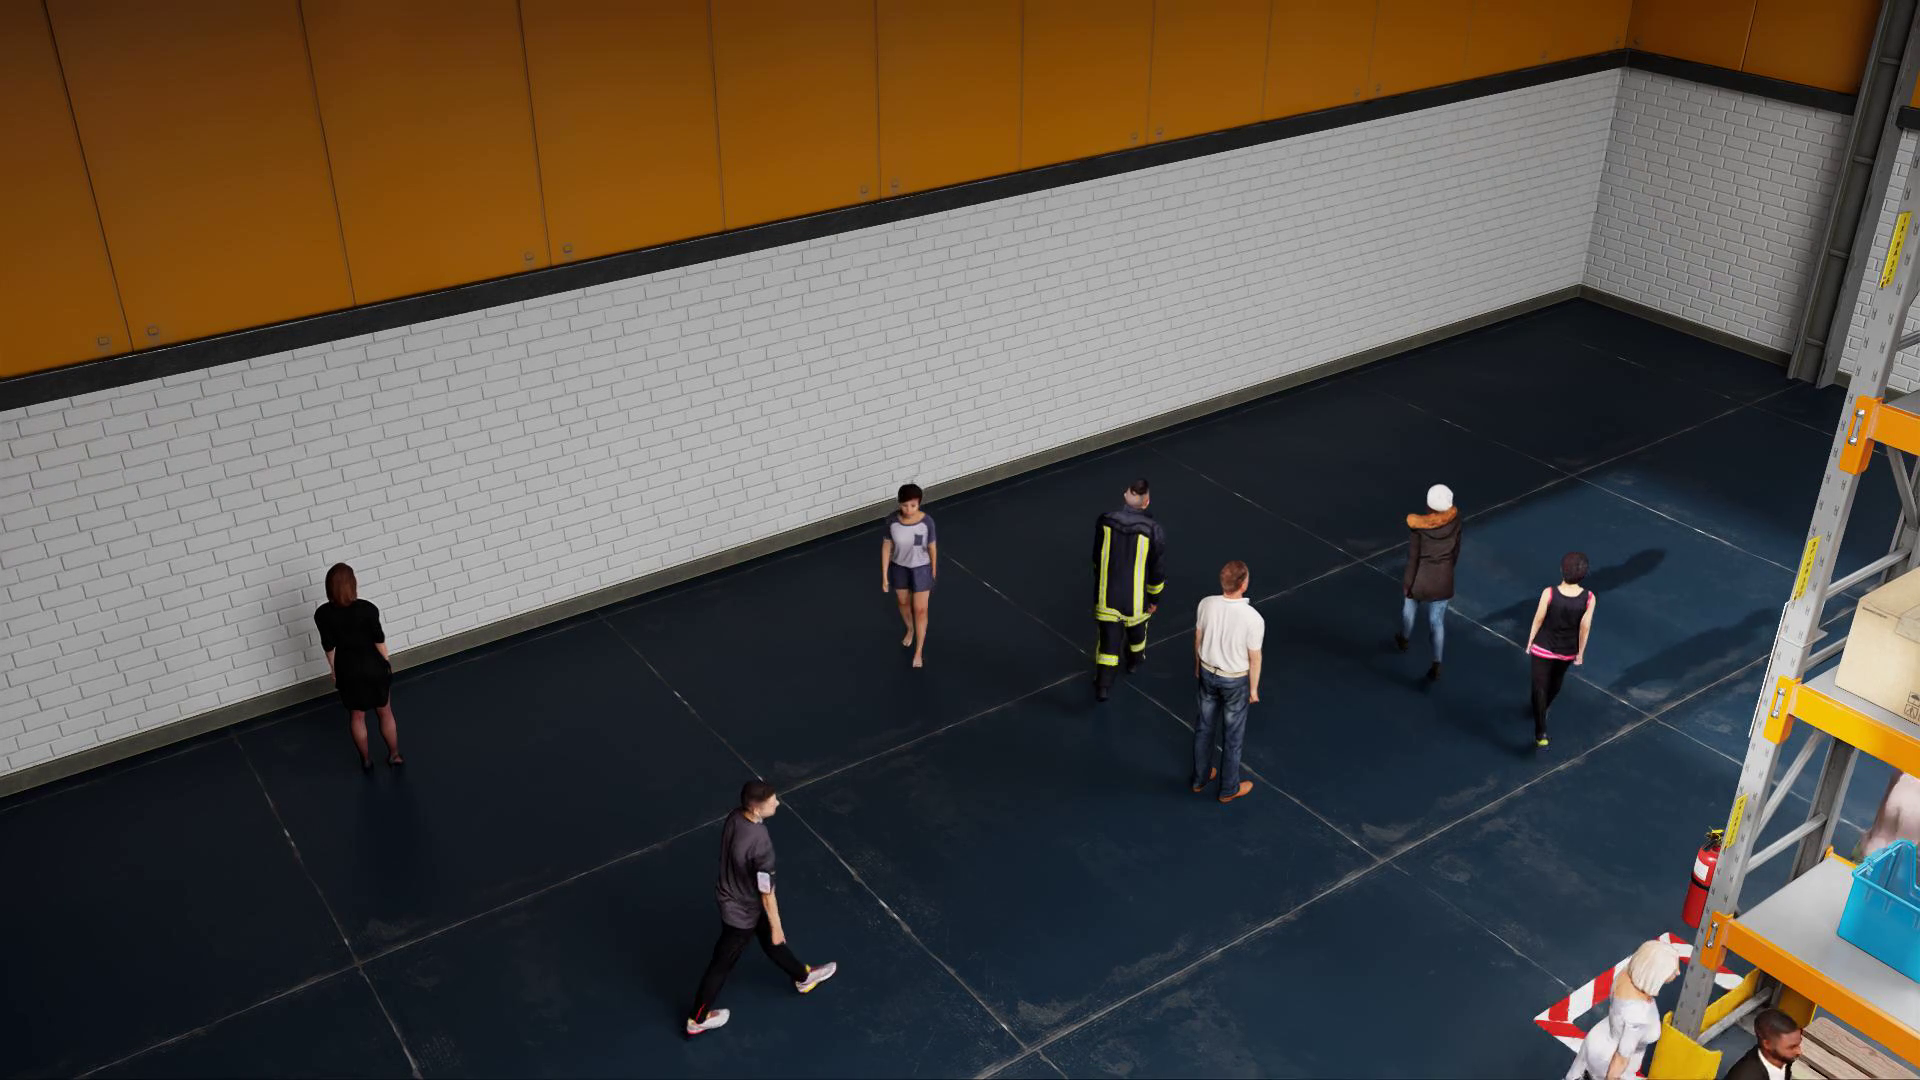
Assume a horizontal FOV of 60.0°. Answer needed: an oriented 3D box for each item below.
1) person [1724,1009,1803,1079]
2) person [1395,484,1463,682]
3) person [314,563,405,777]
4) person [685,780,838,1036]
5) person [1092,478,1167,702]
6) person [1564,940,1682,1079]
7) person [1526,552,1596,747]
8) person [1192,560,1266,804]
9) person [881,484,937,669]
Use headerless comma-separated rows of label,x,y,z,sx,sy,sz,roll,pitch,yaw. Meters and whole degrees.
person,3.692,2.929,8.040,0.702,1.787,0.874,-22,36,-35
person,3.698,0.344,12.969,1.000,1.606,1.140,0,29,0
person,-4.251,0.926,11.799,0.657,1.706,0.642,-4,29,-8
person,-1.331,2.144,9.572,0.874,1.699,1.185,-13,31,-23
person,1.228,0.398,12.638,1.215,1.827,1.237,6,29,11
person,3.251,2.701,8.549,1.164,1.701,1.128,2,29,3
person,4.374,0.815,12.196,0.978,1.519,1.037,5,29,9
person,1.826,0.974,11.554,0.608,1.855,0.775,22,35,34
person,-0.389,0.186,13.333,0.850,1.535,0.906,6,29,11
